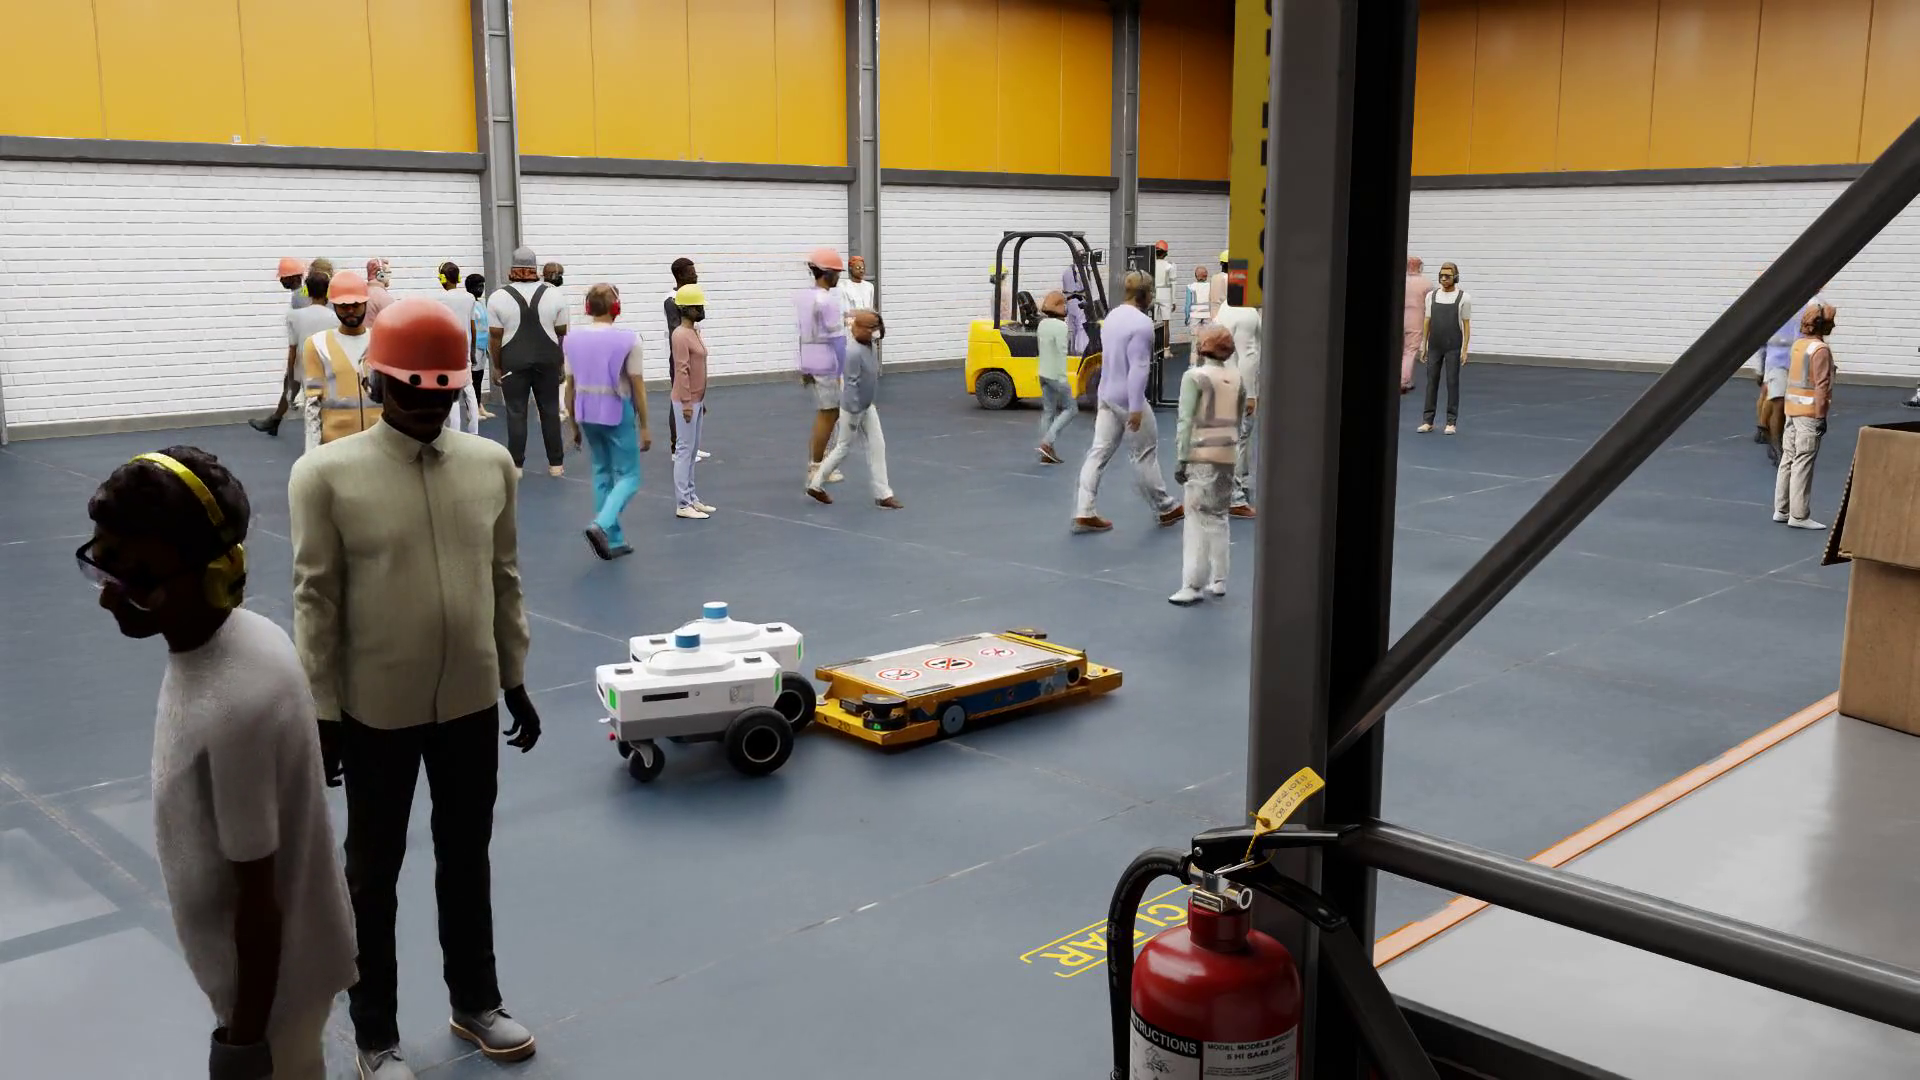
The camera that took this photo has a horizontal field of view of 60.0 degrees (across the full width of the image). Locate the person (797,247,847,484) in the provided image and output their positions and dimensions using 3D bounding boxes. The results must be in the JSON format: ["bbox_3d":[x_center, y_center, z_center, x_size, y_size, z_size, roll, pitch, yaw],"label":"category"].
[{"bbox_3d":[-1.108,-1.481,14.256,0.506,2.025,0.627,-5,11,-25],"label":"person"}]

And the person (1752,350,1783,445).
[{"bbox_3d":[8.373,-1.942,17.053,0.448,1.940,0.564,2,11,13],"label":"person"}]

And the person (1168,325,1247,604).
[{"bbox_3d":[1.418,-0.447,9.769,0.713,1.606,0.321,-9,14,-42],"label":"person"}]

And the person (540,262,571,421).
[{"bbox_3d":[-4.624,-2.277,19.165,0.635,1.815,0.664,-8,13,-36],"label":"person"}]

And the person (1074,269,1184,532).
[{"bbox_3d":[1.246,-0.991,11.988,1.013,1.879,0.660,-5,12,-25],"label":"person"}]

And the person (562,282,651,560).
[{"bbox_3d":[-2.300,-0.753,10.811,0.589,1.831,0.595,3,11,18],"label":"person"}]

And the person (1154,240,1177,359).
[{"bbox_3d":[3.461,-4.169,28.870,0.609,2.044,0.395,4,11,19],"label":"person"}]

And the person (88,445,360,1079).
[{"bbox_3d":[-1.150,0.726,2.791,0.425,1.831,0.724,-4,11,-19],"label":"person"}]

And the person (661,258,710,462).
[{"bbox_3d":[-2.623,-1.710,15.799,0.392,1.922,0.592,1,10,7],"label":"person"}]

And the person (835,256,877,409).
[{"bbox_3d":[-1.250,-2.491,20.154,0.585,1.882,0.343,-10,14,-43],"label":"person"}]

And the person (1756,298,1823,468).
[{"bbox_3d":[7.693,-1.648,15.508,0.543,1.911,0.883,1,10,7],"label":"person"}]

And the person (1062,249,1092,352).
[{"bbox_3d":[1.942,-3.754,26.973,0.409,1.912,0.643,-7,12,-33],"label":"person"}]

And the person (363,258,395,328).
[{"bbox_3d":[-5.790,-1.862,16.667,0.649,1.905,0.401,9,14,41],"label":"person"}]

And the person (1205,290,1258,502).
[{"bbox_3d":[2.147,-1.177,13.220,0.446,1.806,0.623,9,14,41],"label":"person"}]

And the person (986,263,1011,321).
[{"bbox_3d":[0.530,-2.893,22.716,0.367,1.755,0.525,-3,11,-16],"label":"person"}]

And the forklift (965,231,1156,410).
[{"bbox_3d":[1.222,-2.721,20.561,2.313,2.155,1.214,2,11,13],"label":"forklift"}]

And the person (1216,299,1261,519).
[{"bbox_3d":[2.105,-1.131,12.601,0.374,1.936,0.628,-1,10,-8],"label":"person"}]

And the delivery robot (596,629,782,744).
[{"bbox_3d":[-1.086,0.602,6.658,0.707,0.478,0.477,-4,11,-19],"label":"delivery robot"}]

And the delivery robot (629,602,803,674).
[{"bbox_3d":[-1.048,0.511,7.155,0.707,0.478,0.477,-5,11,-24],"label":"delivery robot"}]

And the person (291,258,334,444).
[{"bbox_3d":[-6.473,-1.914,16.959,0.672,1.910,0.479,1,10,5],"label":"person"}]

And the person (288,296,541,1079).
[{"bbox_3d":[-1.335,0.392,4.156,0.608,1.985,0.395,-10,14,-44],"label":"person"}]

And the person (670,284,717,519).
[{"bbox_3d":[-2.031,-1.049,12.615,0.308,1.769,0.524,0,10,2],"label":"person"}]

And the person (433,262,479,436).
[{"bbox_3d":[-5.154,-1.896,16.968,0.329,1.865,0.510,8,13,37],"label":"person"}]

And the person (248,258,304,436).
[{"bbox_3d":[-7.074,-2.033,17.667,1.005,1.873,0.585,-2,11,-12],"label":"person"}]

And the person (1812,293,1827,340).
[{"bbox_3d":[10.751,-2.567,21.310,0.516,1.602,0.735,-1,10,-5],"label":"person"}]

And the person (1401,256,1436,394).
[{"bbox_3d":[6.115,-2.919,22.591,0.662,1.860,0.946,7,12,32],"label":"person"}]

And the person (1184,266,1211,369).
[{"bbox_3d":[3.825,-3.524,26.459,0.523,1.638,0.310,-2,11,-9],"label":"person"}]

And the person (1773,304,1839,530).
[{"bbox_3d":[6.194,-0.903,12.164,0.310,1.638,0.523,1,10,4],"label":"person"}]

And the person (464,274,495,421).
[{"bbox_3d":[-5.597,-2.226,19.229,0.319,1.694,0.532,1,10,5],"label":"person"}]

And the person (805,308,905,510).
[{"bbox_3d":[-0.830,-1.030,13.029,0.811,1.577,0.540,5,11,25],"label":"person"}]

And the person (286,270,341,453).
[{"bbox_3d":[-5.078,-1.218,13.285,0.571,1.855,0.386,-1,10,-6],"label":"person"}]

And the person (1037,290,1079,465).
[{"bbox_3d":[0.896,-1.498,15.413,0.342,1.620,0.510,-5,12,-26],"label":"person"}]

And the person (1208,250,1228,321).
[{"bbox_3d":[3.704,-3.088,23.291,0.385,1.925,0.592,-4,11,-21],"label":"person"}]

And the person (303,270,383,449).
[{"bbox_3d":[-3.440,-0.568,9.522,0.551,1.935,0.371,-6,12,-29],"label":"person"}]

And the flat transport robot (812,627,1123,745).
[{"bbox_3d":[0.007,0.635,7.511,1.431,0.197,0.652,-9,14,-40],"label":"flat transport robot"}]

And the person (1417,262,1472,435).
[{"bbox_3d":[5.209,-2.052,17.868,0.505,1.847,0.348,7,12,32],"label":"person"}]

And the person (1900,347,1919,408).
[{"bbox_3d":[11.948,-2.451,20.182,0.602,1.799,0.902,-6,12,-29],"label":"person"}]

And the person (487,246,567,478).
[{"bbox_3d":[-3.827,-1.573,14.719,0.681,2.000,0.538,-4,11,-22],"label":"person"}]
